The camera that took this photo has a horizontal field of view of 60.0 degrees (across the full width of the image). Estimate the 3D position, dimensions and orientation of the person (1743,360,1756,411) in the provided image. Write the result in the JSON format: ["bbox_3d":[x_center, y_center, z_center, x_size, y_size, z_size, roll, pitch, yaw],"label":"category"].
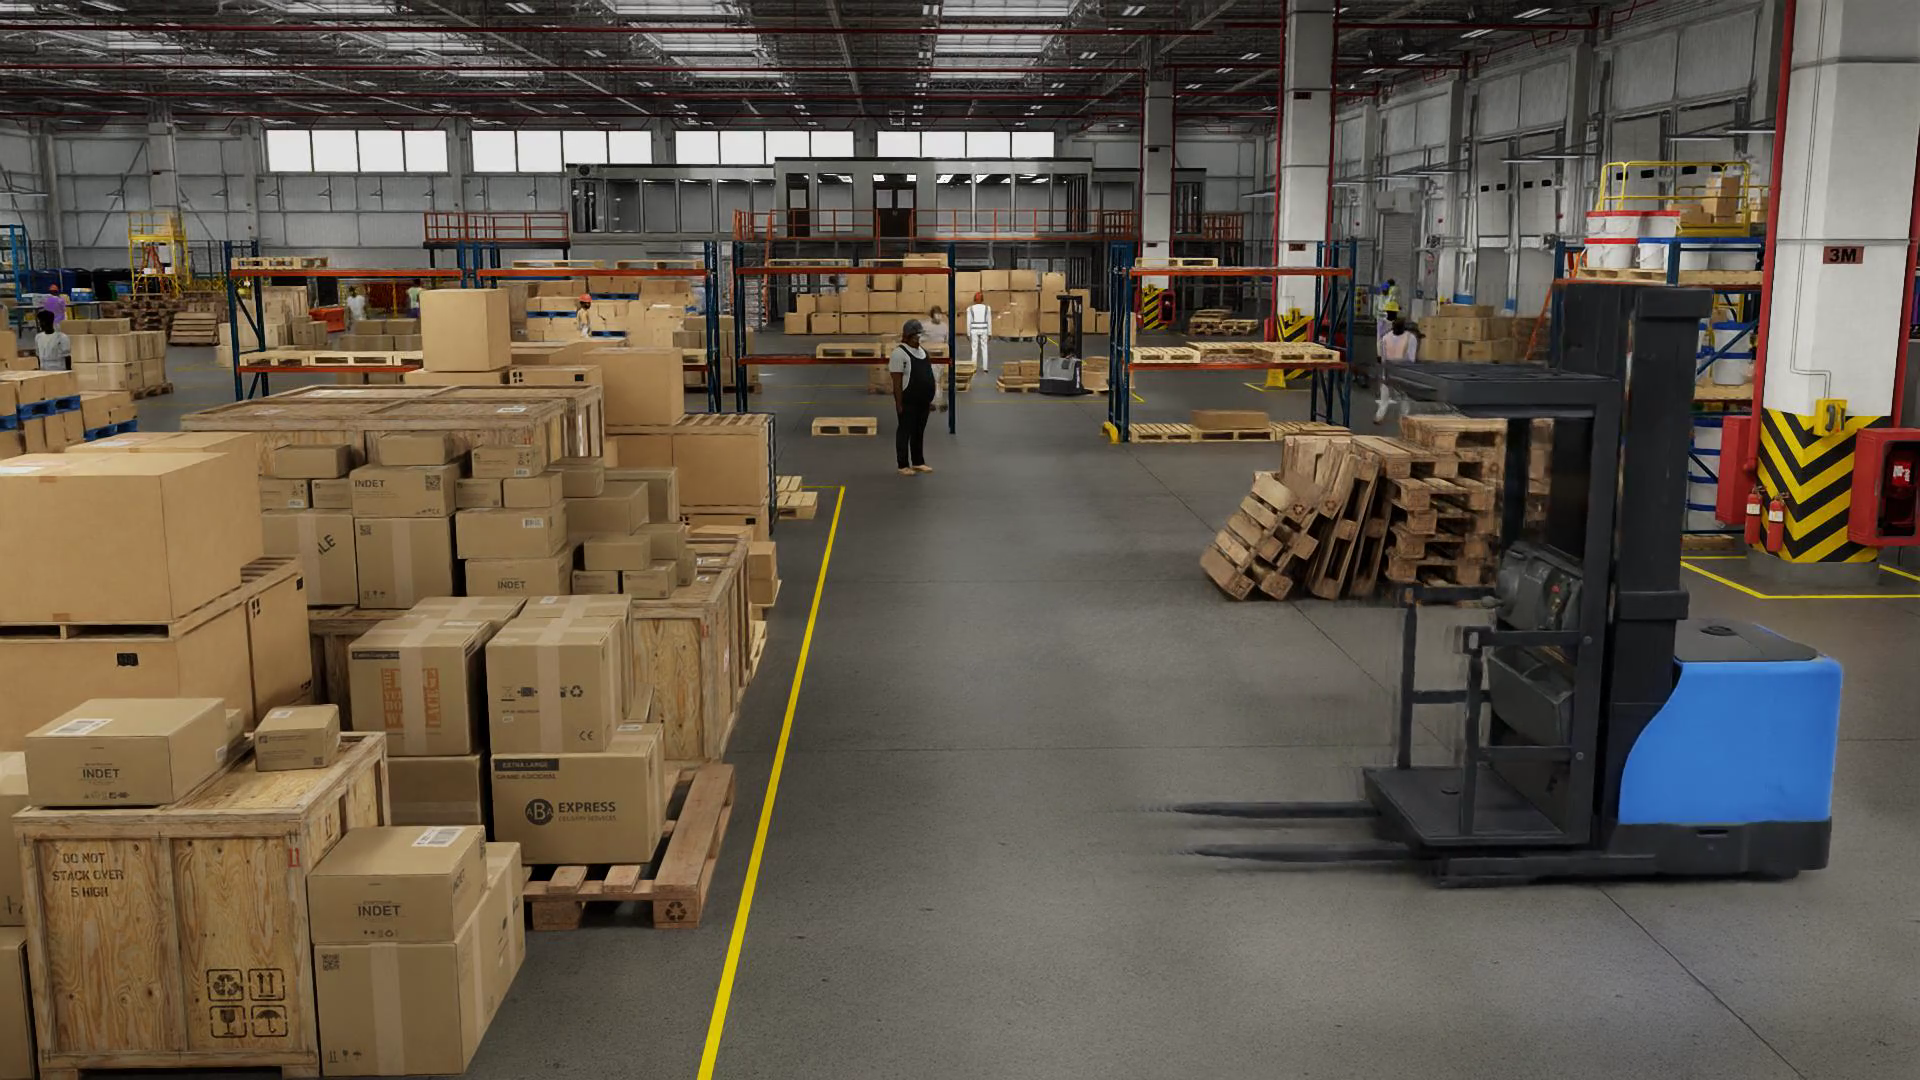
[{"bbox_3d":[9.938,-1.590,20.553,0.597,1.911,0.425,-8,13,-36],"label":"person"}]

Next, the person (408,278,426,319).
[{"bbox_3d":[-17.115,-7.354,52.697,0.636,1.888,0.778,3,10,14],"label":"person"}]

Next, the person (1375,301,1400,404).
[{"bbox_3d":[8.032,-3.503,31.149,0.589,1.927,0.388,-8,13,-38],"label":"person"}]

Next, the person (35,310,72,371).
[{"bbox_3d":[-14.329,-2.644,26.282,0.612,1.954,0.363,2,10,12],"label":"person"}]

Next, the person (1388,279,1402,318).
[{"bbox_3d":[14.322,-7.766,55.233,0.667,1.810,0.644,-10,14,-43],"label":"person"}]

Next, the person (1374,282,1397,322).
[{"bbox_3d":[11.447,-5.966,44.843,0.602,1.939,0.401,7,13,36],"label":"person"}]

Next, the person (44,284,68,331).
[{"bbox_3d":[-23.936,-5.807,44.059,0.577,1.904,0.529,-1,10,-8],"label":"person"}]

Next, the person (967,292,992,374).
[{"bbox_3d":[0.441,-4.743,38.184,0.576,1.883,0.355,-1,10,-3],"label":"person"}]

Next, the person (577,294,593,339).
[{"bbox_3d":[-7.945,-4.253,35.311,0.376,1.934,0.548,-4,11,-19],"label":"person"}]

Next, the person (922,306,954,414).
[{"bbox_3d":[-0.385,-3.201,29.580,0.651,1.882,1.003,-6,12,-29],"label":"person"}]

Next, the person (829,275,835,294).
[{"bbox_3d":[-4.424,-8.471,59.047,0.889,1.857,0.583,1,10,4],"label":"person"}]

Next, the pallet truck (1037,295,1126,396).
[{"bbox_3d":[2.483,-3.881,33.060,1.885,1.965,0.823,-7,13,-36],"label":"pallet truck"}]

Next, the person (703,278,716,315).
[{"bbox_3d":[-8.029,-7.437,53.159,0.929,1.907,0.557,6,12,30],"label":"person"}]

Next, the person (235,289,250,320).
[{"bbox_3d":[-20.007,-6.130,46.338,0.598,1.723,0.490,4,11,19],"label":"person"}]

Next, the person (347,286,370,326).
[{"bbox_3d":[-16.899,-6.239,46.759,0.595,1.805,0.988,2,10,10],"label":"person"}]

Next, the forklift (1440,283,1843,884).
[{"bbox_3d":[3.202,0.154,8.121,1.873,2.768,1.129,0,10,-2],"label":"forklift"}]

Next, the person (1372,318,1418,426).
[{"bbox_3d":[7.163,-2.748,27.327,0.621,1.788,0.908,6,12,31],"label":"person"}]

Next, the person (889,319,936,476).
[{"bbox_3d":[-0.577,-1.859,21.675,0.539,2.000,0.689,7,12,34],"label":"person"}]
